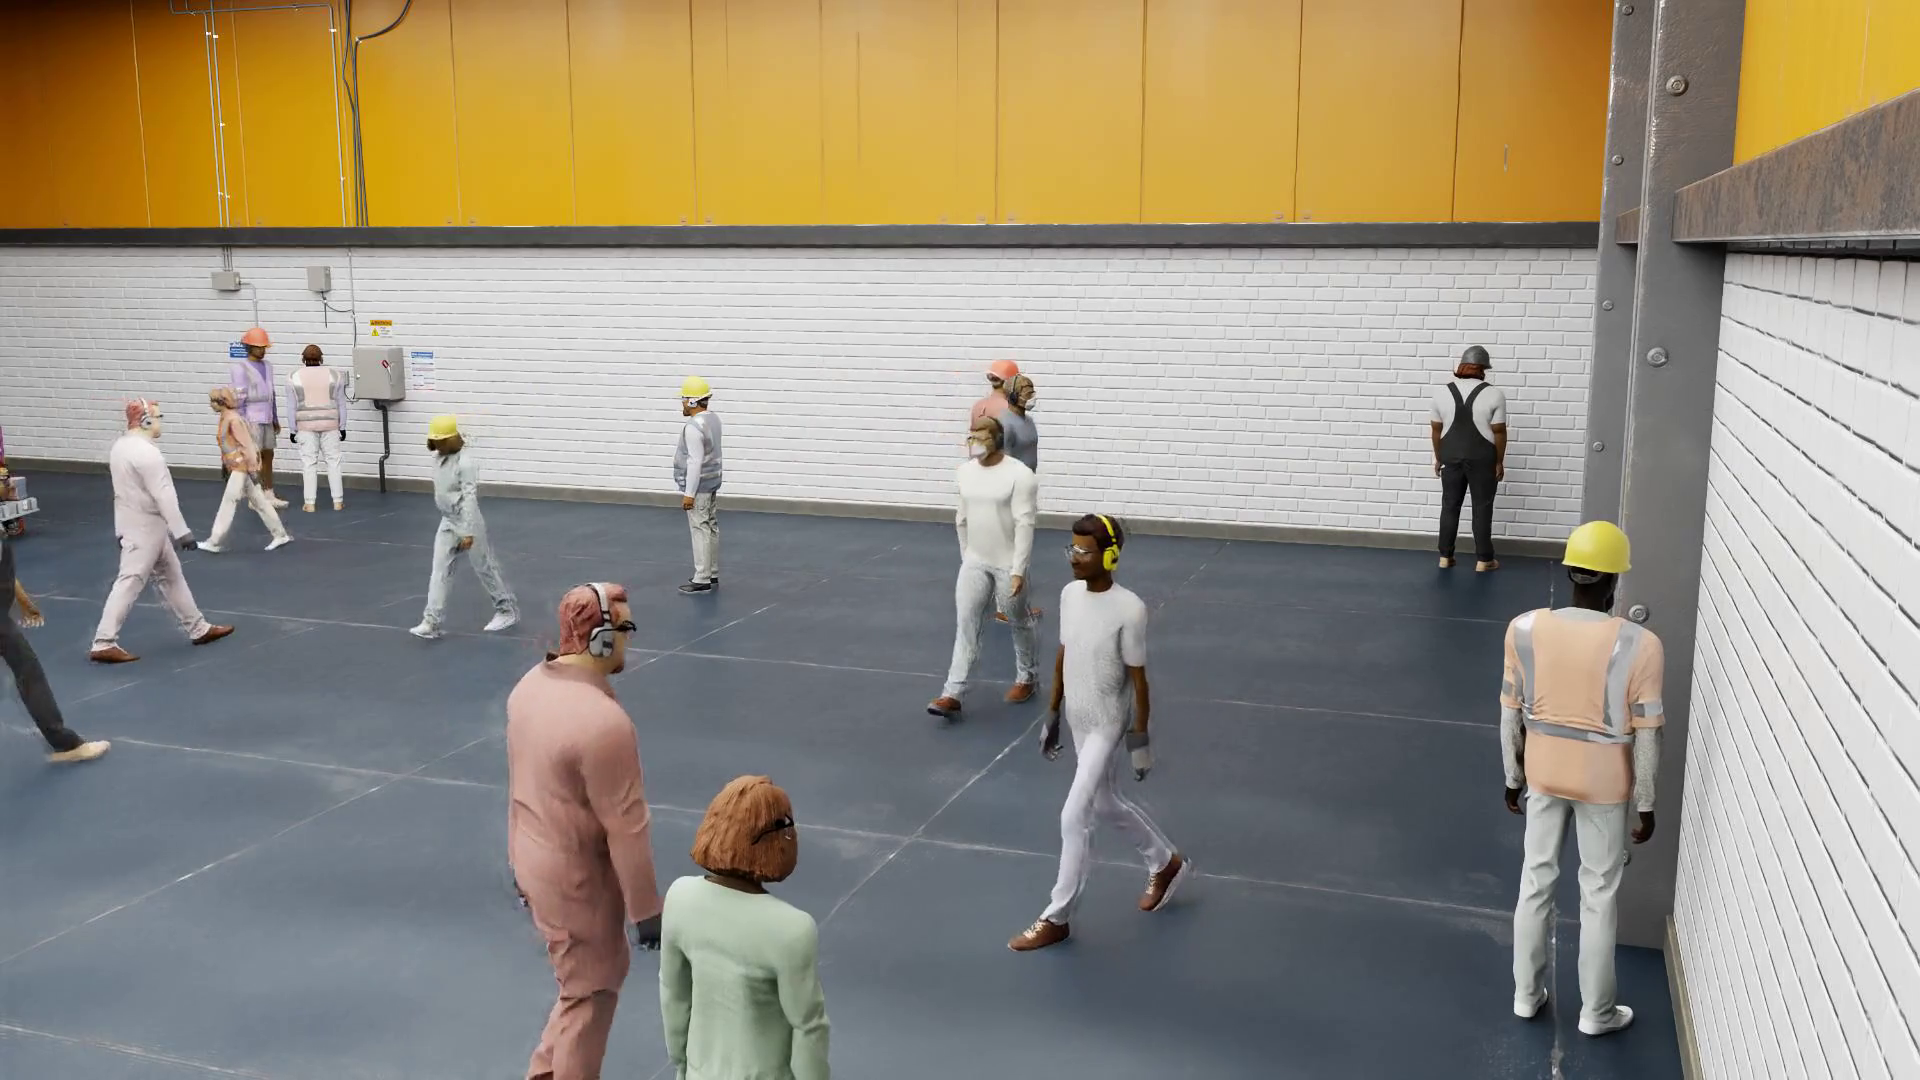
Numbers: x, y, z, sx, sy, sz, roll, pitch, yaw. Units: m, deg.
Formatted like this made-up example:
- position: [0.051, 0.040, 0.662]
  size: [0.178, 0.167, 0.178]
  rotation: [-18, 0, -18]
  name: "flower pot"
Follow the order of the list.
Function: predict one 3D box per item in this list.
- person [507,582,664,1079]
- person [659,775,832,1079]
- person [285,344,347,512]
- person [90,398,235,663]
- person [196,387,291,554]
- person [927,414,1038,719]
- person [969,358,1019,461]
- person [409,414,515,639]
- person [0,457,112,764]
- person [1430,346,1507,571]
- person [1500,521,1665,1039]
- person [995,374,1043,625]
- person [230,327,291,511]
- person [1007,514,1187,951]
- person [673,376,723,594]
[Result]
- position: [-1.181, 1.068, 5.254]
  size: [0.428, 1.886, 0.670]
  rotation: [-6, 12, -31]
  name: "person"
- position: [-0.527, 1.384, 4.169]
  size: [0.507, 1.632, 0.267]
  rotation: [7, 12, 34]
  name: "person"
- position: [-7.070, -1.228, 18.299]
  size: [0.626, 1.844, 0.429]
  rotation: [-5, 11, -27]
  name: "person"
- position: [-5.753, -0.079, 11.812]
  size: [1.012, 1.853, 0.657]
  rotation: [-8, 13, -37]
  name: "person"
- position: [-6.845, -0.653, 15.769]
  size: [0.916, 1.585, 0.537]
  rotation: [-6, 12, -29]
  name: "person"
- position: [0.188, 0.162, 10.349]
  size: [0.646, 1.886, 1.016]
  rotation: [7, 12, 33]
  name: "person"
- position: [0.342, -0.552, 14.107]
  size: [0.432, 1.972, 0.619]
  rotation: [-6, 11, -28]
  name: "person"
- position: [-3.732, -0.103, 12.380]
  size: [0.516, 1.687, 0.924]
  rotation: [7, 12, 33]
  name: "person"
- position: [-5.353, 0.412, 9.210]
  size: [0.959, 1.800, 0.515]
  rotation: [-6, 12, -31]
  name: "person"
- position: [4.616, -0.747, 15.026]
  size: [0.672, 2.000, 0.527]
  rotation: [7, 12, 35]
  name: "person"
- position: [2.296, 0.883, 6.169]
  size: [0.588, 1.927, 0.371]
  rotation: [8, 13, 38]
  name: "person"
- position: [0.444, -0.314, 12.879]
  size: [0.372, 1.940, 0.632]
  rotation: [4, 11, 19]
  name: "person"
- position: [-7.707, -1.320, 18.308]
  size: [0.407, 2.029, 0.608]
  rotation: [2, 10, 13]
  name: "person"
- position: [0.614, 0.775, 7.054]
  size: [0.922, 1.842, 0.526]
  rotation: [-6, 12, -30]
  name: "person"
- position: [-2.207, -0.463, 14.010]
  size: [0.404, 1.833, 0.590]
  rotation: [1, 10, 8]
  name: "person"
